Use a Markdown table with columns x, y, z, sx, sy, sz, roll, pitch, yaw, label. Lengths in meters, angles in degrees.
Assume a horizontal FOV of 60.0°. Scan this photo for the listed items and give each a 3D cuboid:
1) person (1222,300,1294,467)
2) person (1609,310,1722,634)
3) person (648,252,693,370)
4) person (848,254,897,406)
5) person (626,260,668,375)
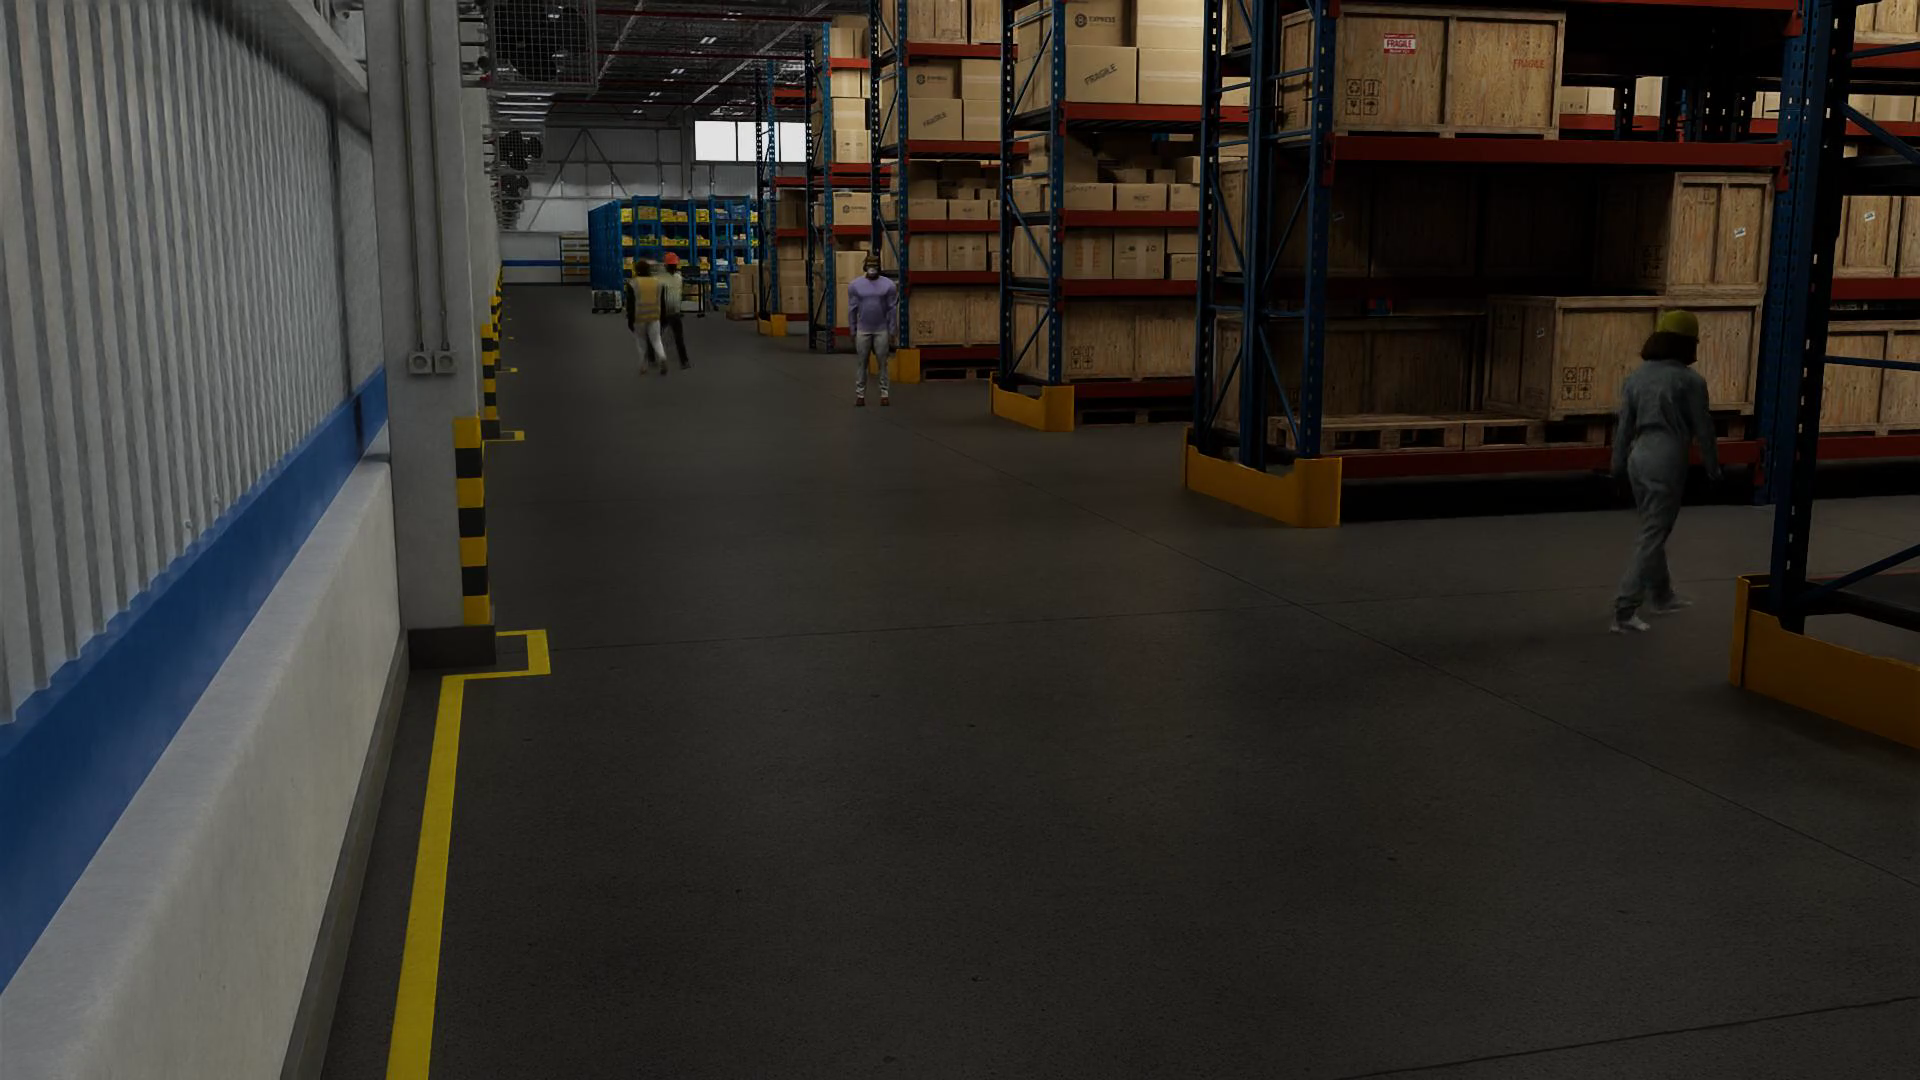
| x | y | z | sx | sy | sz | roll | pitch | yaw | label |
| --- | --- | --- | --- | --- | --- | --- | --- | --- | --- |
| 2.752 | -1.500 | 15.193 | 0.904 | 1.700 | 0.574 | -3 | 11 | -19 | person |
| 3.746 | -0.367 | 8.832 | 0.831 | 1.688 | 0.492 | -5 | 11 | -24 | person |
| -4.837 | -3.772 | 27.448 | 1.082 | 1.928 | 0.651 | 9 | 13 | 42 | person |
| -1.107 | -2.652 | 21.099 | 0.625 | 1.931 | 0.370 | 0 | 10 | -1 | person |
| -4.884 | -3.453 | 25.959 | 0.665 | 1.808 | 0.694 | -6 | 12 | -30 | person |
